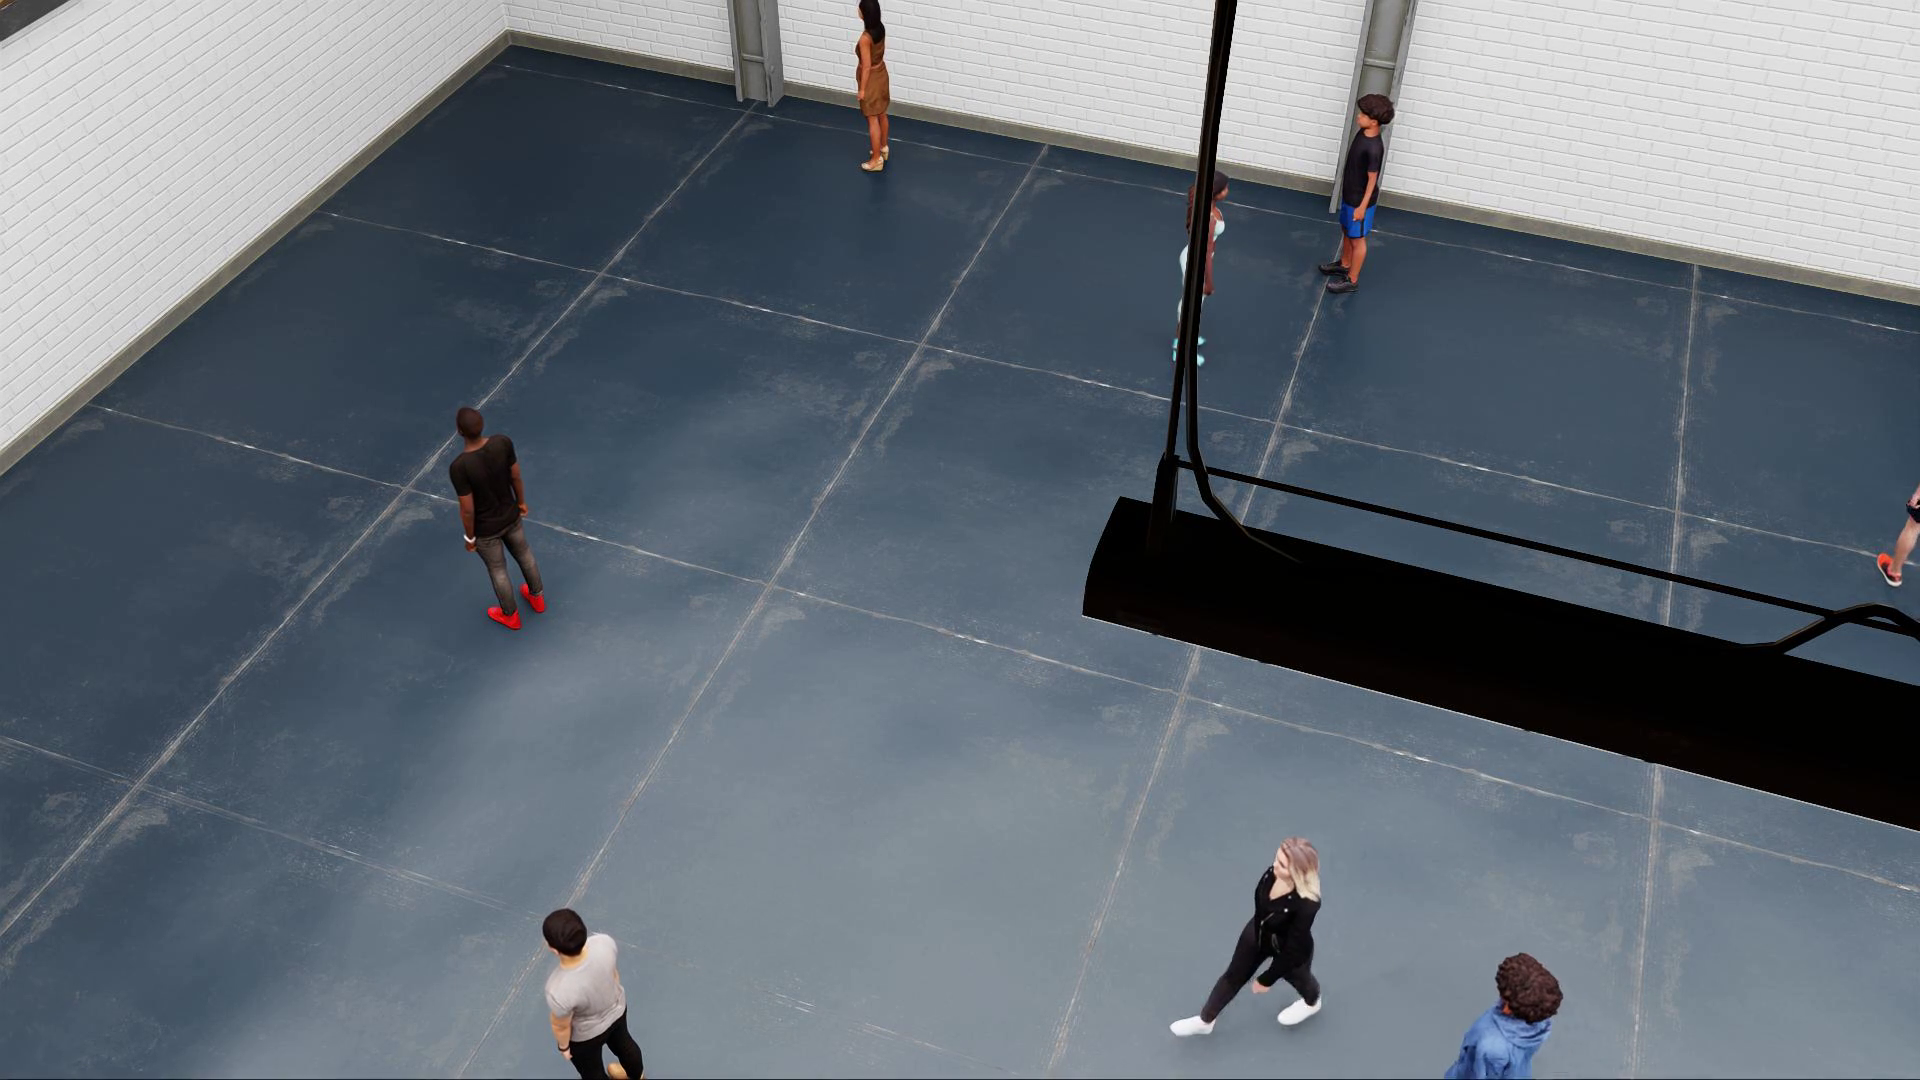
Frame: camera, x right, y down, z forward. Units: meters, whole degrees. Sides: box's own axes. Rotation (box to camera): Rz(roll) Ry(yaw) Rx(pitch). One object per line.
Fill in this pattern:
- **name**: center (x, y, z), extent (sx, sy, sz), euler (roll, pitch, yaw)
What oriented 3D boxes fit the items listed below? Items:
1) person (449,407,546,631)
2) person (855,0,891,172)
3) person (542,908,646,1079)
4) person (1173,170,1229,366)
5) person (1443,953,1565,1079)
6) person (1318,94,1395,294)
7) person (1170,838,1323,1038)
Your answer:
- **person**: center (-3.063, -0.148, 10.949), extent (0.657, 1.805, 0.717), euler (31, 51, 28)
- **person**: center (-0.801, -4.195, 15.281), extent (0.507, 1.690, 0.565), euler (12, 45, 13)
- **person**: center (-1.834, 2.395, 8.343), extent (0.623, 1.718, 0.650), euler (26, 50, 25)
- **person**: center (1.865, -2.158, 13.117), extent (0.656, 1.725, 0.643), euler (-3, 44, -4)
- **person**: center (2.618, 2.644, 8.025), extent (0.785, 1.797, 0.803), euler (-28, 50, -26)
- **person**: center (3.326, -2.884, 13.827), extent (0.692, 1.797, 0.699), euler (-2, 44, -2)
- **person**: center (1.771, 2.107, 8.704), extent (1.180, 1.637, 1.065), euler (-14, 45, -14)
